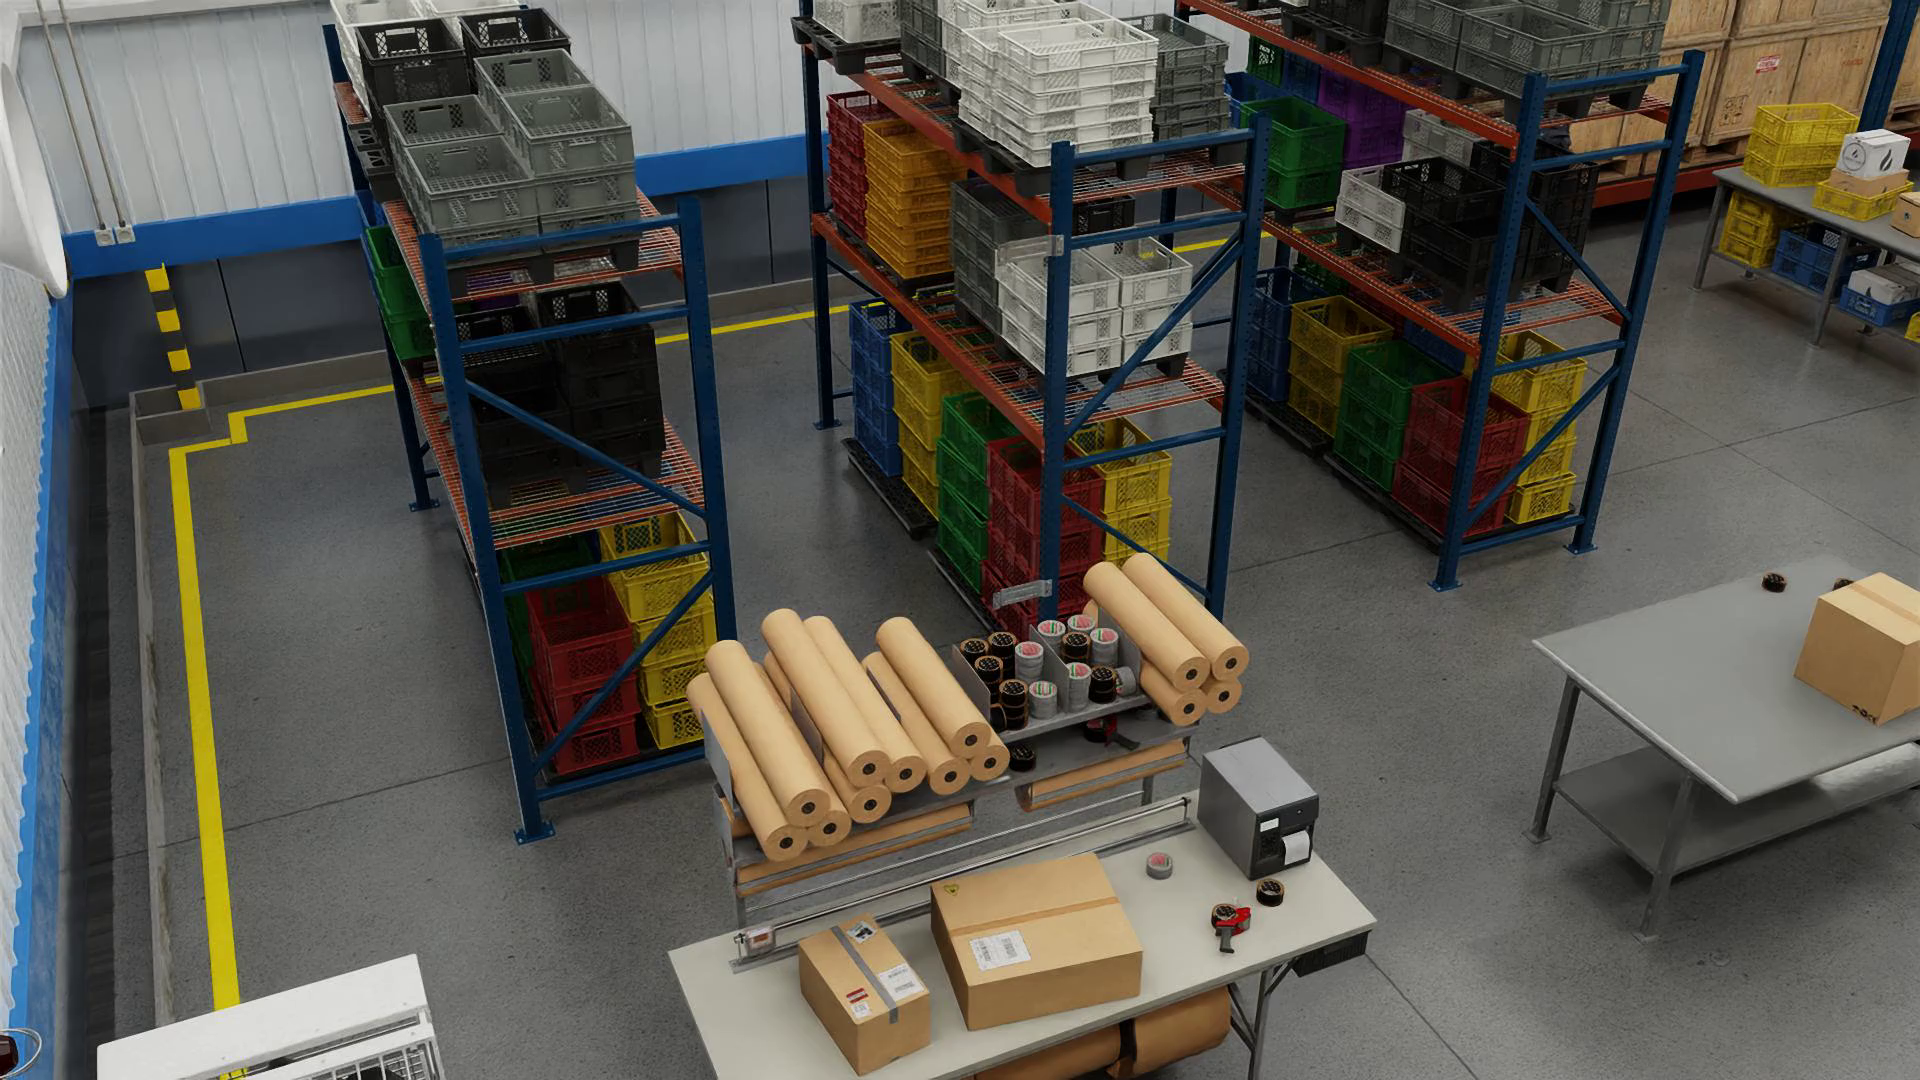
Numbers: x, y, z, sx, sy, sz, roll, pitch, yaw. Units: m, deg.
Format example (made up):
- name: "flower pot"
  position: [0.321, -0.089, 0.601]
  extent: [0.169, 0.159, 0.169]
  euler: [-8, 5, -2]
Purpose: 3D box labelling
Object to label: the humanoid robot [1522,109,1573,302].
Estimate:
- name: "humanoid robot"
  position: [4.500, -2.642, 12.904]
  extent: [0.331, 1.657, 0.600]
  euler: [-8, 32, -12]
